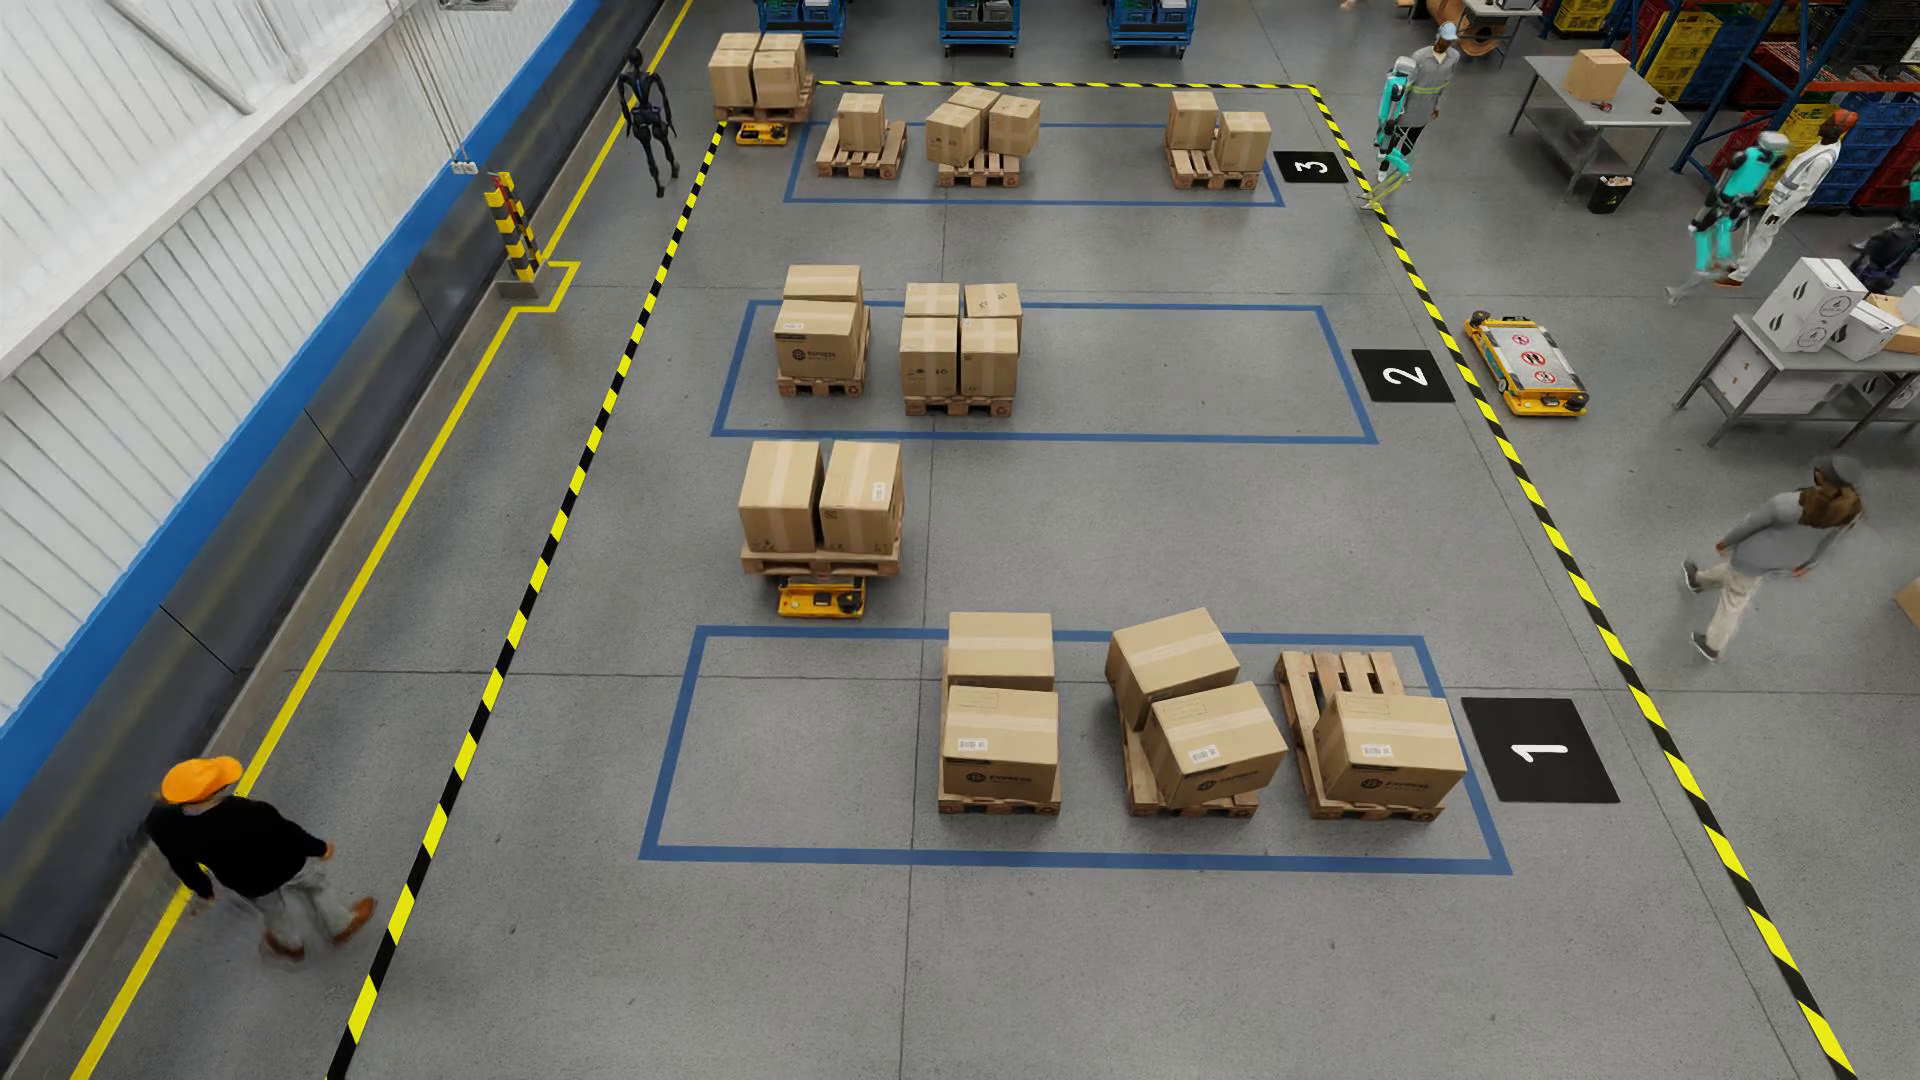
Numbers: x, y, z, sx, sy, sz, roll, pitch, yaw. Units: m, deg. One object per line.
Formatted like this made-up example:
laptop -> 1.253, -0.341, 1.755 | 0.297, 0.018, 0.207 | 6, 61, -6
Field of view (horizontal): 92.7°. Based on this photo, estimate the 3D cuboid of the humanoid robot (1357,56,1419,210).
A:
humanoid robot -> 5.024, -4.592, 10.448 | 0.735, 1.677, 0.533 | 9, 50, 8

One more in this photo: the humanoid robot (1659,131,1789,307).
humanoid robot -> 7.782, -3.158, 9.240 | 0.530, 1.719, 0.715 | -4, 49, -4

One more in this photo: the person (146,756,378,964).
person -> -3.819, 1.765, 4.969 | 0.722, 1.837, 0.470 | -7, 50, -6

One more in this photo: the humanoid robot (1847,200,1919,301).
humanoid robot -> 8.624, -2.442, 8.755 | 0.601, 1.607, 0.822 | -4, 49, -4

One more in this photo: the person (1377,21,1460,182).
person -> 5.513, -5.219, 11.003 | 0.590, 1.852, 0.372 | -6, 49, -5

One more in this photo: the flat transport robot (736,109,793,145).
flat transport robot -> -2.636, -5.857, 12.585 | 0.652, 0.197, 1.431 | 1, 49, 1

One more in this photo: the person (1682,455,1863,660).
person -> 5.741, 0.031, 6.547 | 0.569, 1.702, 0.960 | 2, 49, 2

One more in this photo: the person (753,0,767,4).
person -> -3.357, -9.881, 14.982 | 0.373, 1.940, 0.630 | -1, 49, -1

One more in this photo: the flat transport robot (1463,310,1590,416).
flat transport robot -> 5.573, -1.757, 9.054 | 0.659, 0.231, 1.431 | 1, 49, 1

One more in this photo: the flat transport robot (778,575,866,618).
flat transport robot -> -1.068, 0.006, 7.509 | 0.652, 0.197, 1.431 | 1, 49, 1

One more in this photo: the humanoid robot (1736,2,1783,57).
humanoid robot -> 11.766, -7.778, 13.335 | 0.756, 1.844, 0.530 | 10, 50, 9

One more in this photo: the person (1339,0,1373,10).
person -> 6.703, -9.663, 14.892 | 0.808, 1.826, 0.431 | -31, 56, -24

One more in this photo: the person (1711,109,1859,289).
person -> 8.529, -3.501, 9.497 | 0.356, 1.882, 0.572 | 28, 55, 22

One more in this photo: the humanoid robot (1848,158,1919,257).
humanoid robot -> 10.730, -3.879, 9.946 | 0.916, 1.800, 0.547 | 0, 49, 0

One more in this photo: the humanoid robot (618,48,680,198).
humanoid robot -> -3.735, -5.038, 10.978 | 0.590, 1.634, 0.695 | -7, 50, -6
